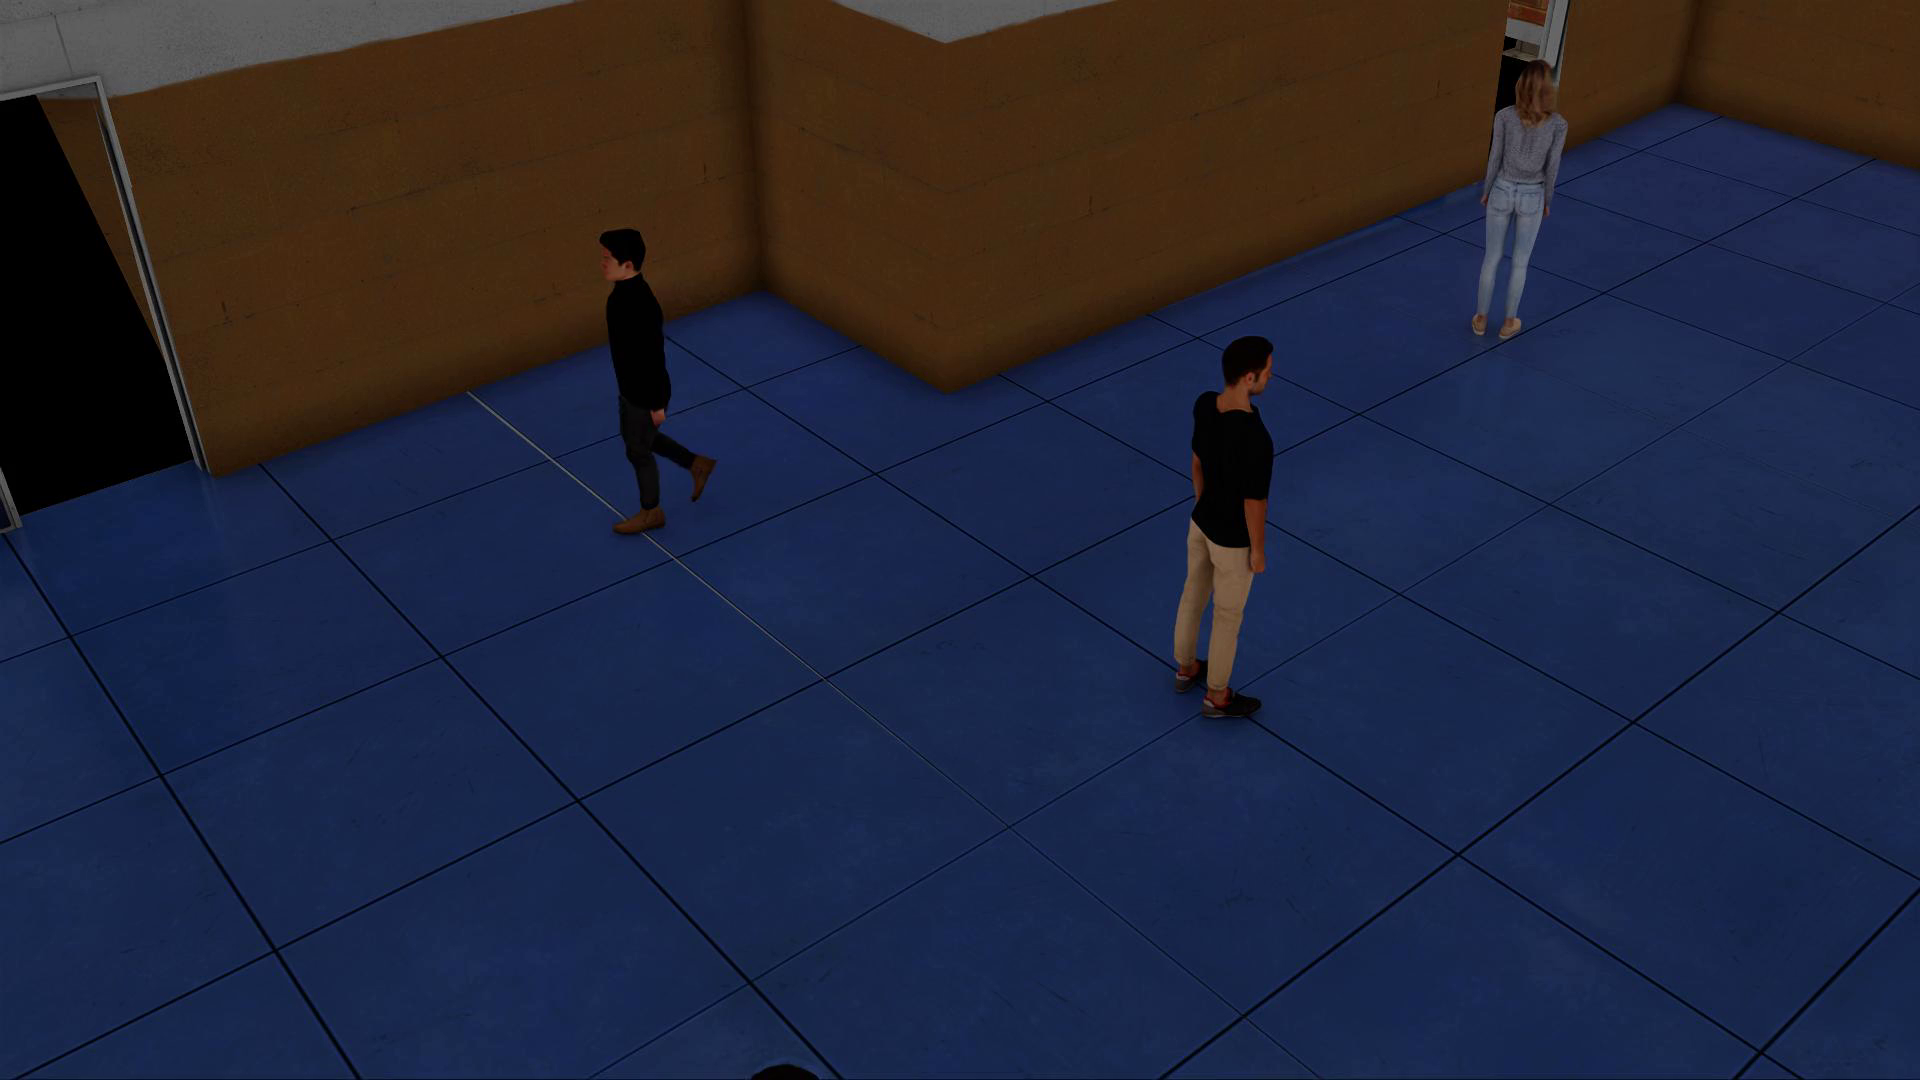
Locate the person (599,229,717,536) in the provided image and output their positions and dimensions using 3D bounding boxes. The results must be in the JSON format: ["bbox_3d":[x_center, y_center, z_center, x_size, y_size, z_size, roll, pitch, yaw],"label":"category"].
[{"bbox_3d":[-1.588,-0.826,8.632,0.867,1.710,0.881,-12,35,-17],"label":"person"}]

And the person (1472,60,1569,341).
[{"bbox_3d":[3.523,-2.145,10.538,0.586,1.794,0.718,13,36,19],"label":"person"}]

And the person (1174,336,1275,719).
[{"bbox_3d":[1.159,-0.044,7.306,0.746,1.850,0.546,-16,37,-22],"label":"person"}]
